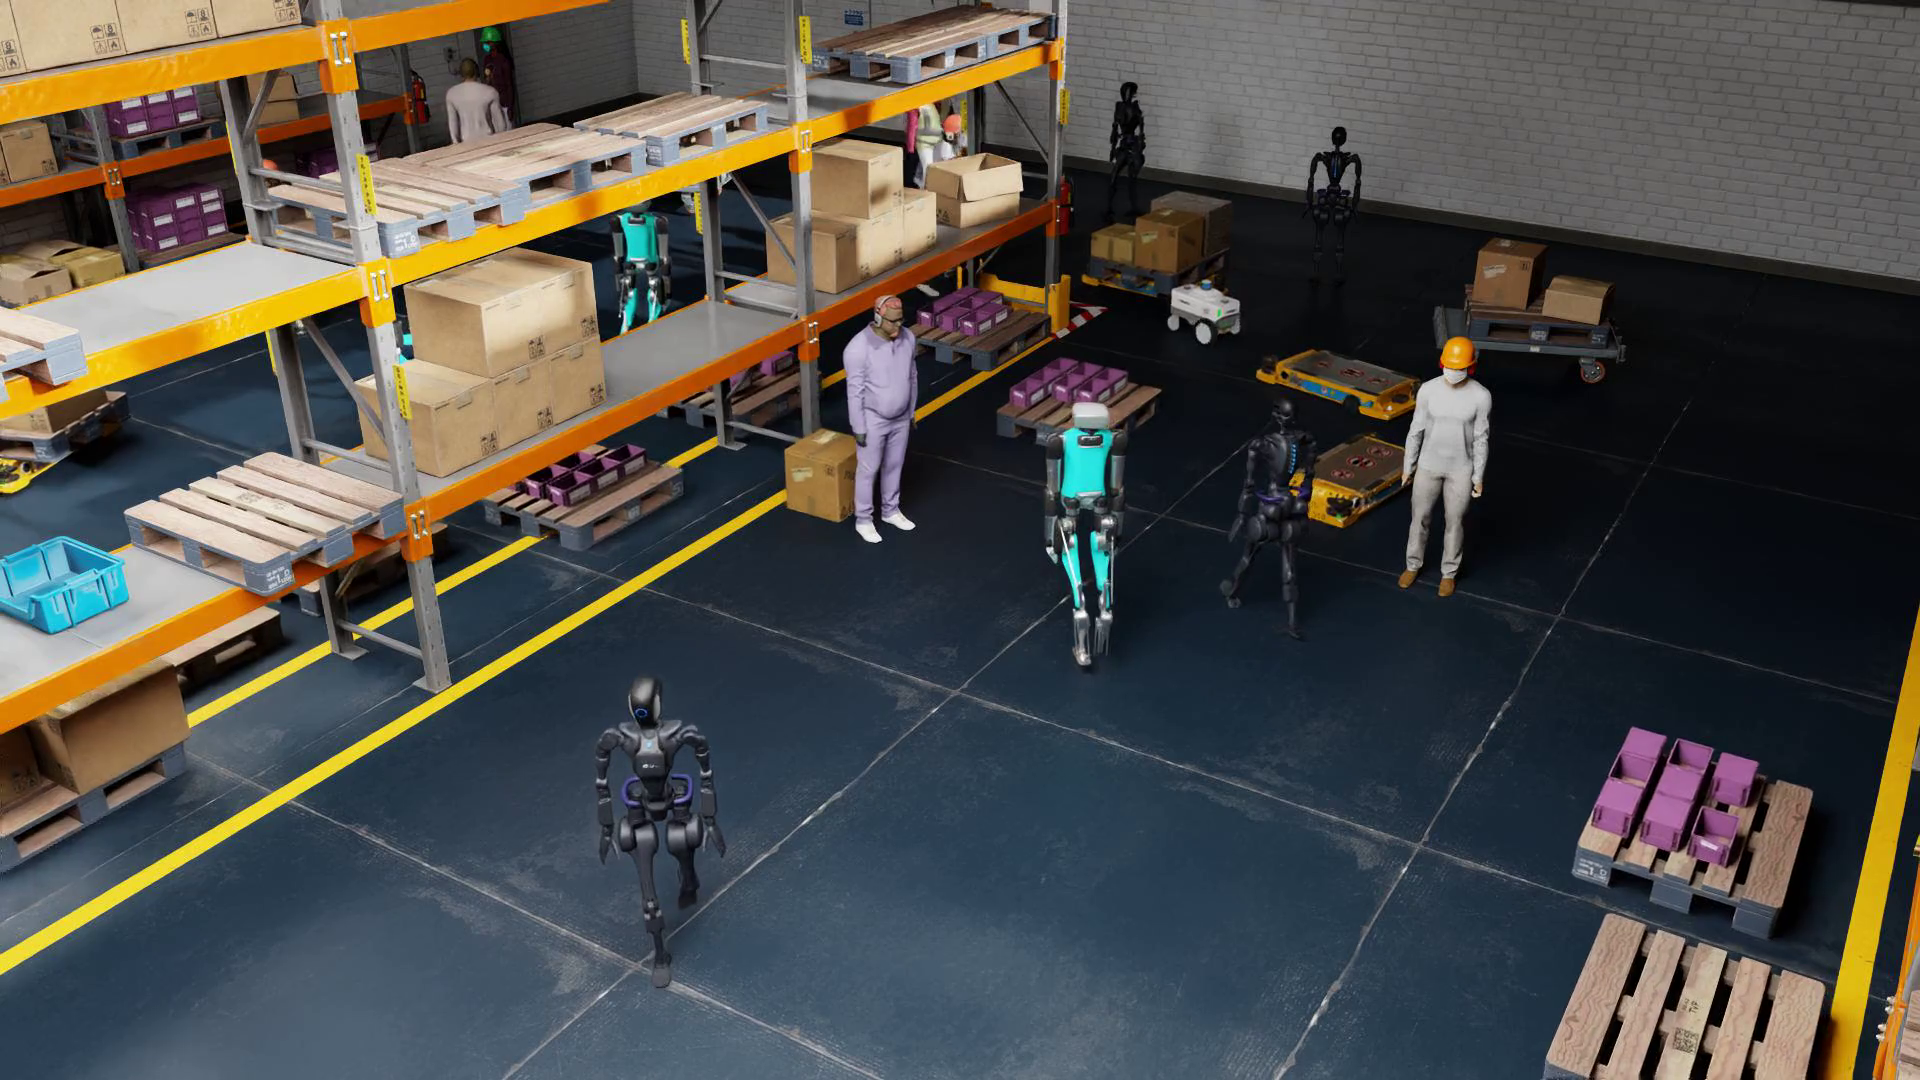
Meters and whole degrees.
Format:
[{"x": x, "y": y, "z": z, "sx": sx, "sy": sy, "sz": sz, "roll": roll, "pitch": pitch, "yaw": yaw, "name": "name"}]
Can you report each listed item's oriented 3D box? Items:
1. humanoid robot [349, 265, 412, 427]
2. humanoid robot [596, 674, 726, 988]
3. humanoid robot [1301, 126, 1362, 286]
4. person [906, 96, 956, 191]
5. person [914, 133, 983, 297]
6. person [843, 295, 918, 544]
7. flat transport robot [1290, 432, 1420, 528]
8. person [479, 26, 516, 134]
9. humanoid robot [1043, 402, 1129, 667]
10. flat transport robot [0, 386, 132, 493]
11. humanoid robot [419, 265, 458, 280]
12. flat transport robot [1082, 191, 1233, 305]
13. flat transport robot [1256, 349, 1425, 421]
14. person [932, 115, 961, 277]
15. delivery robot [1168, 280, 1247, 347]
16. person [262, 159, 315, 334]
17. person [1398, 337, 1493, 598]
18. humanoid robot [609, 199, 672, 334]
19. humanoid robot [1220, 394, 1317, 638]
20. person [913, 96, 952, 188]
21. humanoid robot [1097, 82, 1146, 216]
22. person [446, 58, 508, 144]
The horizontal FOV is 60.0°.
[{"x": -4.733, "y": -1.799, "z": 14.160, "sx": 1.037, "sy": 1.754, "sz": 0.549, "roll": -22, "pitch": 34, "yaw": -37, "name": "humanoid robot"}, {"x": -1.461, "y": 1.315, "z": 8.089, "sx": 0.614, "sy": 1.636, "sz": 0.684, "roll": -3, "pitch": 27, "yaw": -6, "name": "humanoid robot"}, {"x": 3.931, "y": -3.538, "z": 17.599, "sx": 0.599, "sy": 1.657, "sz": 0.315, "roll": 6, "pitch": 28, "yaw": 12, "name": "humanoid robot"}, {"x": -0.245, "y": -4.625, "z": 19.615, "sx": 0.657, "sy": 1.799, "sz": 0.917, "roll": -22, "pitch": 34, "yaw": -37, "name": "person"}, {"x": -0.037, "y": -3.313, "z": 17.054, "sx": 0.977, "sy": 1.778, "sz": 0.587, "roll": 6, "pitch": 28, "yaw": 12, "name": "person"}, {"x": -0.539, "y": -0.891, "z": 12.171, "sx": 0.641, "sy": 1.892, "sz": 0.395, "roll": -22, "pitch": 34, "yaw": -37, "name": "person"}, {"x": 3.130, "y": -0.488, "z": 13.159, "sx": 0.659, "sy": 0.231, "sz": 1.431, "roll": 23, "pitch": 35, "yaw": 37, "name": "flat transport robot"}, {"x": -5.891, "y": -5.606, "z": 21.388, "sx": 0.488, "sy": 1.953, "sz": 0.417, "roll": 18, "pitch": 32, "yaw": 32, "name": "person"}, {"x": 0.830, "y": 0.103, "z": 10.459, "sx": 0.541, "sy": 1.859, "sz": 0.746, "roll": -5, "pitch": 27, "yaw": -10, "name": "humanoid robot"}, {"x": -7.652, "y": -0.776, "z": 13.727, "sx": 0.659, "sy": 0.231, "sz": 1.431, "roll": 5, "pitch": 27, "yaw": 9, "name": "flat transport robot"}, {"x": -5.177, "y": -2.921, "z": 16.400, "sx": 0.603, "sy": 1.647, "sz": 0.458, "roll": 7, "pitch": 28, "yaw": 13, "name": "humanoid robot"}, {"x": 2.065, "y": -2.748, "z": 17.612, "sx": 1.431, "sy": 0.231, "sz": 0.659, "roll": 20, "pitch": 33, "yaw": 34, "name": "flat transport robot"}, {"x": 3.449, "y": -1.426, "z": 15.009, "sx": 0.659, "sy": 0.231, "sz": 1.431, "roll": -23, "pitch": 35, "yaw": -38, "name": "flat transport robot"}, {"x": -0.112, "y": -3.698, "z": 17.859, "sx": 0.380, "sy": 1.737, "sz": 0.566, "roll": -4, "pitch": 27, "yaw": -9, "name": "person"}, {"x": 2.412, "y": -2.246, "z": 16.312, "sx": 0.499, "sy": 0.599, "sz": 0.797, "roll": -19, "pitch": 33, "yaw": -33, "name": "delivery robot"}, {"x": -6.569, "y": -2.906, "z": 16.323, "sx": 0.634, "sy": 1.719, "sz": 0.553, "roll": -4, "pitch": 27, "yaw": -8, "name": "person"}, {"x": 3.322, "y": -0.502, "z": 11.411, "sx": 0.553, "sy": 1.890, "sz": 0.390, "roll": 11, "pitch": 29, "yaw": 20, "name": "person"}, {"x": -2.885, "y": -2.109, "z": 14.760, "sx": 0.533, "sy": 1.771, "sz": 0.974, "roll": 3, "pitch": 27, "yaw": 5, "name": "humanoid robot"}, {"x": 2.089, "y": -0.187, "z": 11.060, "sx": 0.602, "sy": 1.618, "sz": 0.778, "roll": -11, "pitch": 29, "yaw": -20, "name": "humanoid robot"}, {"x": -0.327, "y": -5.142, "z": 20.862, "sx": 0.875, "sy": 1.578, "sz": 0.537, "roll": 20, "pitch": 33, "yaw": 34, "name": "person"}, {"x": 1.970, "y": -4.621, "z": 19.777, "sx": 0.640, "sy": 1.640, "sz": 0.583, "roll": -18, "pitch": 32, "yaw": -31, "name": "humanoid robot"}, {"x": -5.680, "y": -4.783, "z": 19.828, "sx": 0.639, "sy": 1.897, "sz": 0.969, "roll": 3, "pitch": 27, "yaw": 7, "name": "person"}]
